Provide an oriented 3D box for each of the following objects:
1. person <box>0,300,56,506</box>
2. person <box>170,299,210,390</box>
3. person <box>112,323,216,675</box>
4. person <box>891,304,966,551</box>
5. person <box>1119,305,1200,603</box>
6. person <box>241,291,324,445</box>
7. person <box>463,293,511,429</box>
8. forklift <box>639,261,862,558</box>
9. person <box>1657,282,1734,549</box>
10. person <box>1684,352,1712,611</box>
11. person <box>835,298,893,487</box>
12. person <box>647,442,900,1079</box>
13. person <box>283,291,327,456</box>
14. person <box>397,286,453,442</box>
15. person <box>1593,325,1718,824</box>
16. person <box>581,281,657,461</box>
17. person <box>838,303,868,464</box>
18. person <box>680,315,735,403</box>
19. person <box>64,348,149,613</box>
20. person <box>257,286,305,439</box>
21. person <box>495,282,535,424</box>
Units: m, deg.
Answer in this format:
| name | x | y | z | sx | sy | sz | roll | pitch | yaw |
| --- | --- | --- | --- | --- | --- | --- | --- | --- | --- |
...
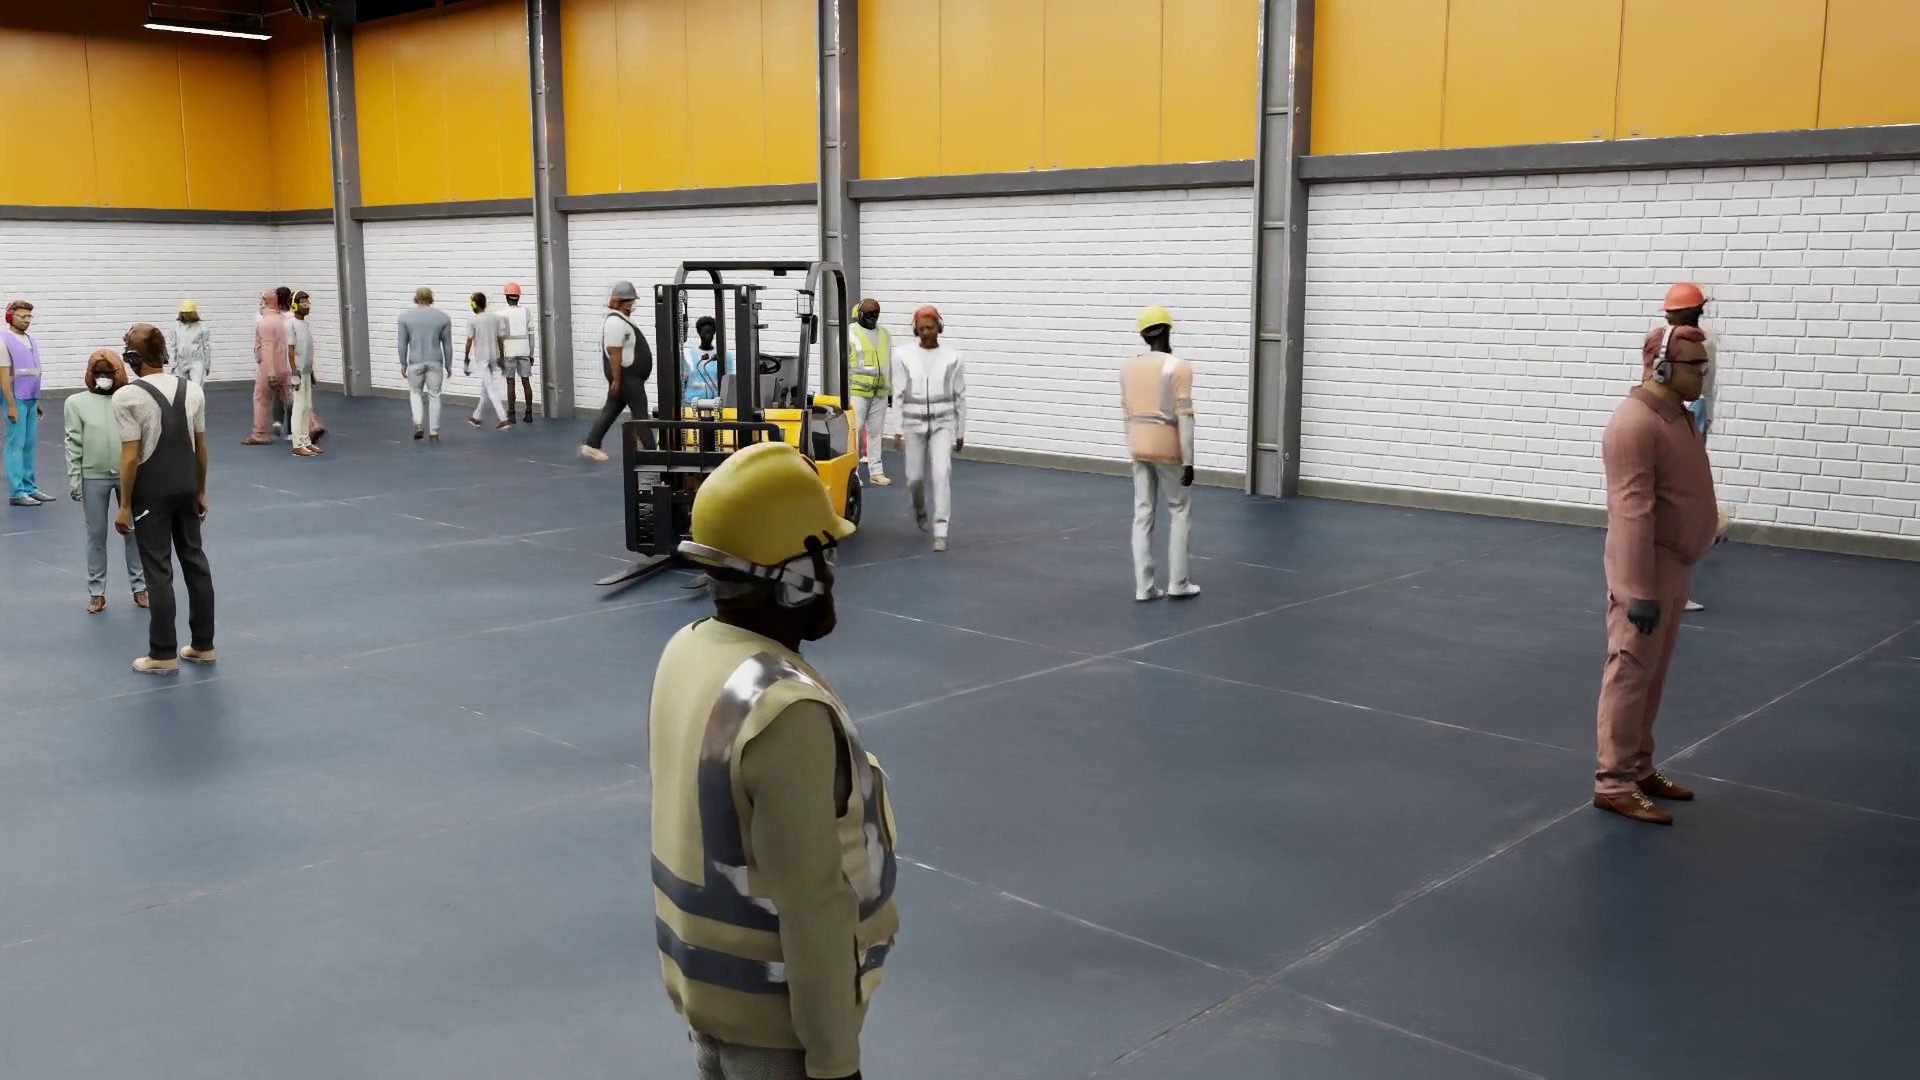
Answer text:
| name | x | y | z | sx | sy | sz | roll | pitch | yaw |
| --- | --- | --- | --- | --- | --- | --- | --- | --- | --- |
| person | -8.446 | -1.229 | 14.966 | 0.367 | 1.839 | 0.563 | -1 | 9 | -4 |
| person | -10.302 | -2.369 | 22.325 | 0.486 | 1.718 | 0.719 | -1 | 9 | -9 |
| person | -4.185 | -0.212 | 8.728 | 0.344 | 1.840 | 0.504 | 5 | 11 | 29 |
| person | -0.236 | -0.874 | 12.735 | 0.575 | 1.863 | 0.767 | 0 | 9 | -1 |
| person | 1.263 | -0.553 | 10.669 | 0.626 | 1.887 | 0.561 | 8 | 12 | 41 |
| person | -8.189 | -2.063 | 20.010 | 0.931 | 1.866 | 0.640 | 1 | 9 | 8 |
| person | -6.318 | -2.376 | 22.121 | 1.020 | 1.809 | 0.530 | 7 | 12 | 37 |
| forklift | -1.552 | -1.040 | 12.721 | 1.214 | 2.155 | 2.313 | 2 | 9 | 11 |
| person | 5.232 | -0.832 | 11.961 | 0.529 | 2.023 | 0.623 | 6 | 11 | 33 |
| person | 4.470 | -0.385 | 10.396 | 0.314 | 1.640 | 0.516 | -1 | 9 | -8 |
| person | -0.898 | -1.435 | 16.241 | 0.622 | 1.838 | 0.429 | -7 | 11 | -35 |
| person | -0.307 | 0.749 | 2.841 | 0.404 | 1.836 | 0.599 | -5 | 11 | -28 |
| person | -7.476 | -1.893 | 18.941 | 0.326 | 1.872 | 0.518 | 0 | 9 | 0 |
| person | -6.555 | -2.153 | 20.419 | 0.642 | 1.914 | 0.472 | -3 | 10 | -18 |
| person | 2.716 | 0.124 | 6.470 | 0.404 | 1.907 | 0.671 | 7 | 11 | 35 |
| person | -3.710 | -1.865 | 18.249 | 1.001 | 2.000 | 0.677 | -2 | 9 | -12 |
| person | -1.089 | -1.720 | 18.234 | 0.552 | 1.739 | 0.695 | -5 | 10 | -27 |
| person | -2.368 | -1.254 | 15.556 | 0.556 | 1.683 | 0.365 | -2 | 9 | -10 |
| person | -5.258 | -0.370 | 10.327 | 0.499 | 1.633 | 0.279 | -5 | 11 | -29 |
| person | -8.387 | -2.193 | 20.682 | 0.614 | 1.900 | 0.457 | 0 | 9 | -1 |
| person | -6.115 | -2.566 | 22.858 | 0.545 | 1.938 | 0.355 | -7 | 11 | -36 |
